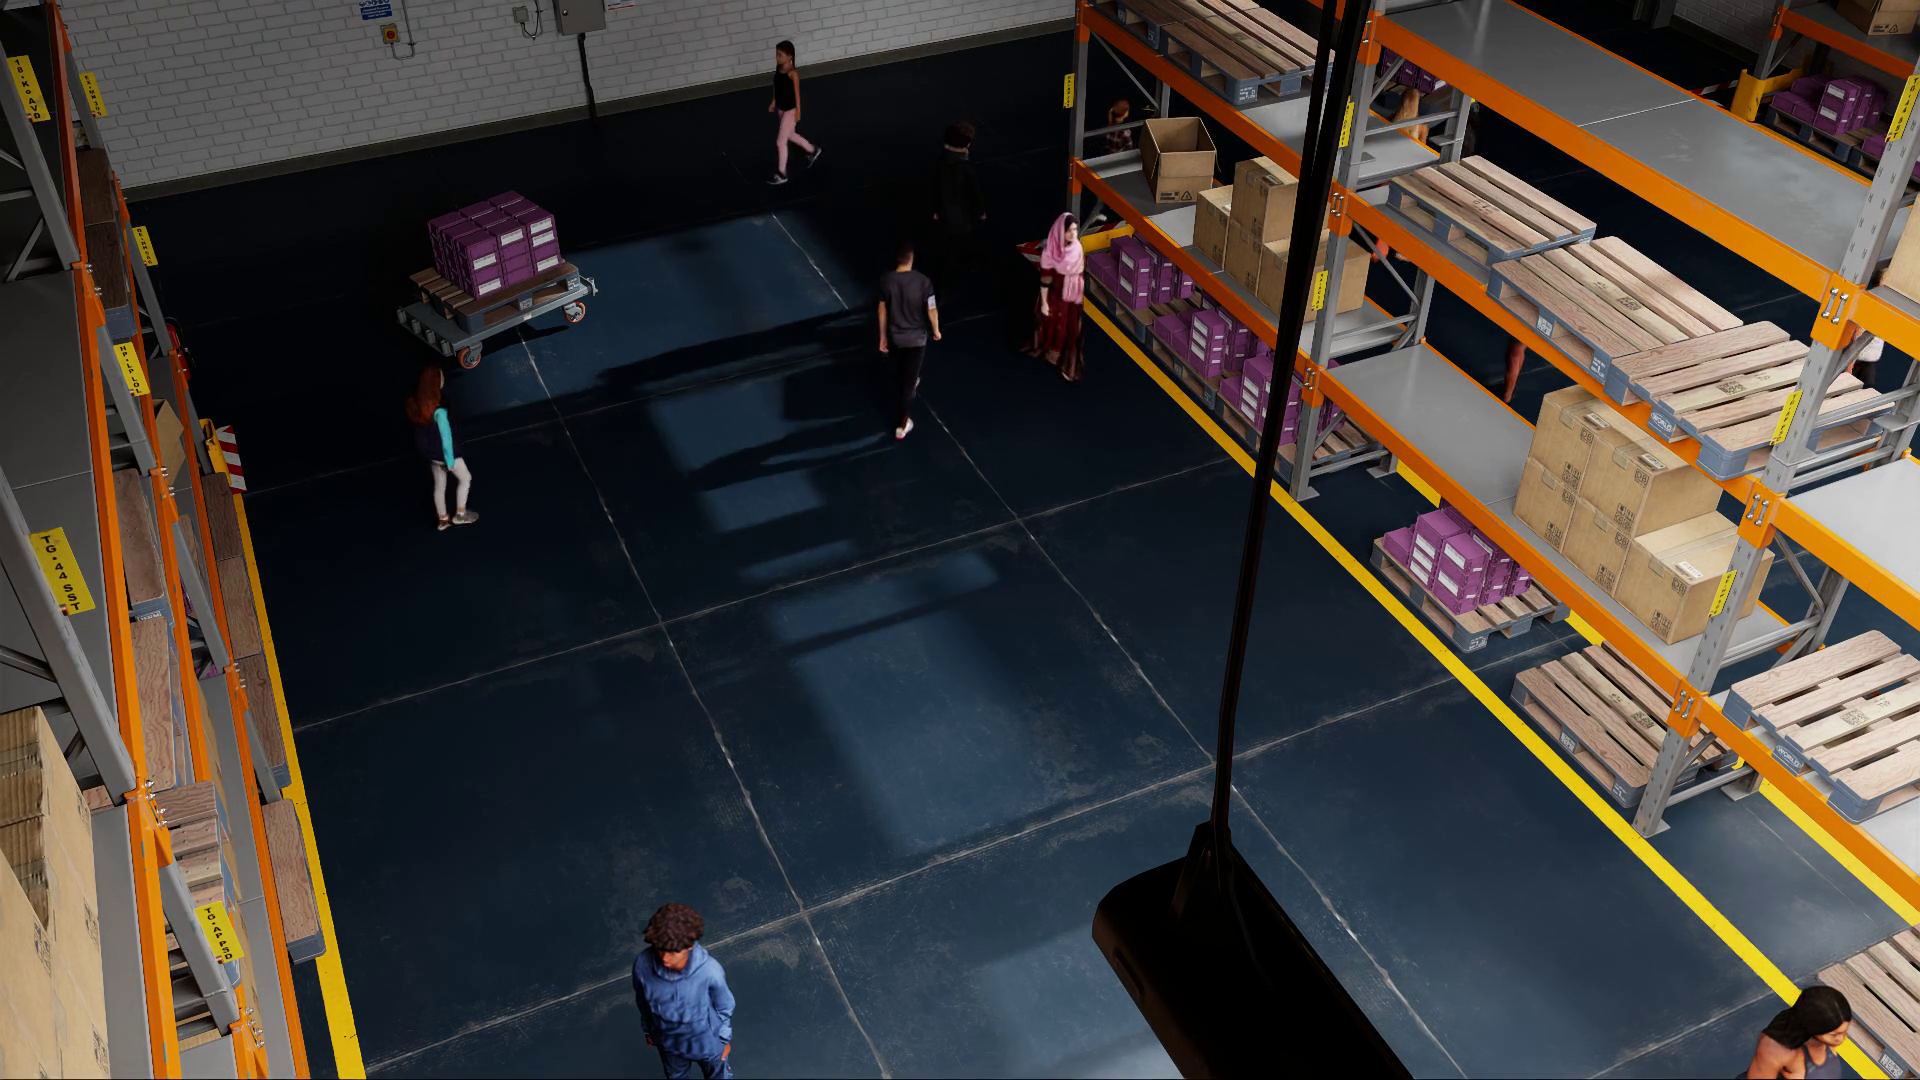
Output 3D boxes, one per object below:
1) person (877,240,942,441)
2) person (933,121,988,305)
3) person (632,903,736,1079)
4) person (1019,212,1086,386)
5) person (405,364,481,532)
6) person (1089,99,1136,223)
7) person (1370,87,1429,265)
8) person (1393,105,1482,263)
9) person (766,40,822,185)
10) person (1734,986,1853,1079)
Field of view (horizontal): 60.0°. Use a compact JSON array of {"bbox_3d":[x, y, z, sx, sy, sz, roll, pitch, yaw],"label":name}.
[{"bbox_3d":[-0.479,-1.635,13.949,1.074,1.724,1.150,12,40,15],"label":"person"},{"bbox_3d":[-0.080,-3.034,15.701,1.140,1.724,1.024,26,45,28],"label":"person"},{"bbox_3d":[-1.412,2.532,8.661,0.762,1.811,0.780,6,39,8],"label":"person"},{"bbox_3d":[0.832,-2.169,14.702,0.675,1.619,0.920,-19,42,-22],"label":"person"},{"bbox_3d":[-4.113,-0.681,12.944,0.686,1.487,0.754,26,46,29],"label":"person"},{"bbox_3d":[1.578,-3.887,17.123,0.638,1.282,0.858,-20,43,-23],"label":"person"},{"bbox_3d":[4.226,-3.517,16.262,0.987,1.778,1.016,17,42,20],"label":"person"},{"bbox_3d":[4.696,-3.524,16.373,1.067,1.650,1.006,22,44,25],"label":"person"},{"bbox_3d":[-1.794,-4.627,17.841,0.697,1.541,0.973,-23,44,-27],"label":"person"},{"bbox_3d":[4.046,2.808,8.313,0.708,1.815,0.658,-23,44,-26],"label":"person"}]
